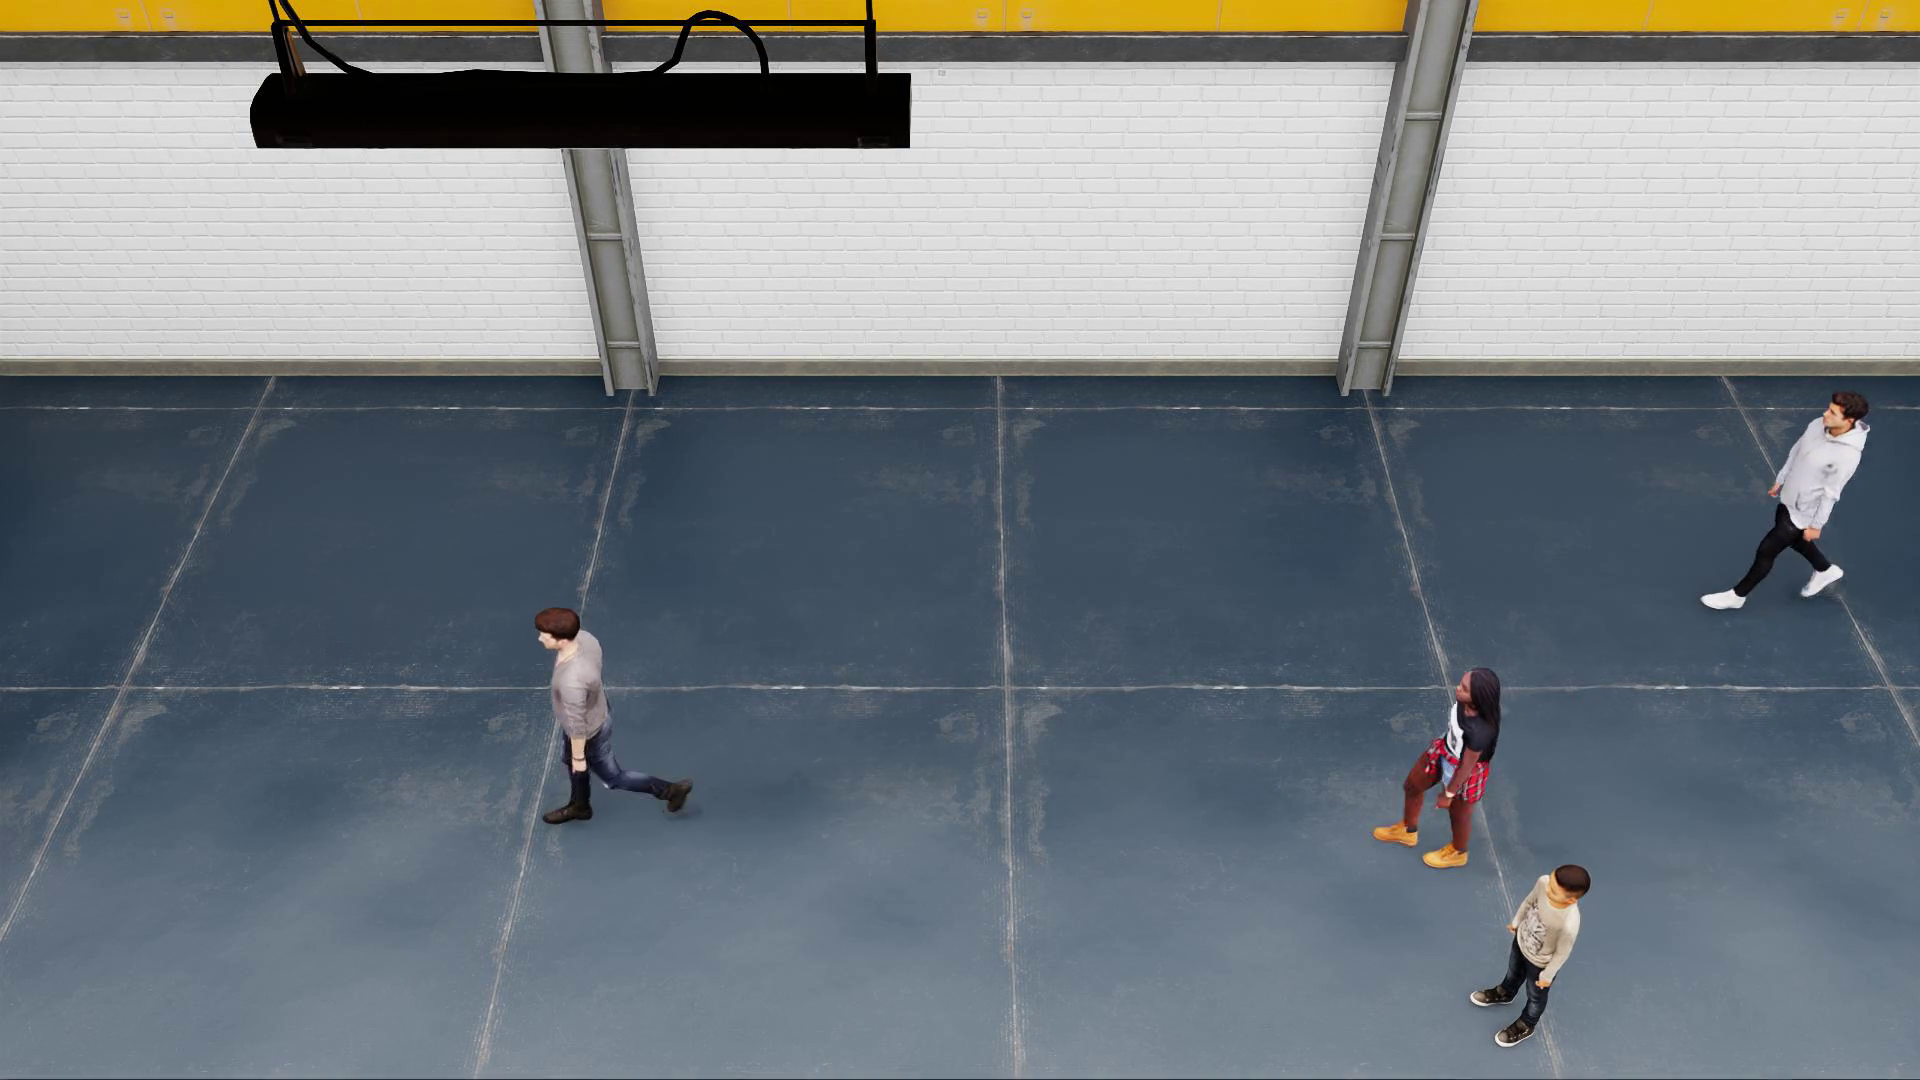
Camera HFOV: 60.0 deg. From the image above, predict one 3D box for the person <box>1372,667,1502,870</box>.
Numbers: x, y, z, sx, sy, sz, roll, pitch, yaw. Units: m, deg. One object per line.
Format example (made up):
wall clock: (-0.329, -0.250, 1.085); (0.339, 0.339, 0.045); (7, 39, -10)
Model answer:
person: (2.984, 1.352, 9.679); (0.760, 1.708, 0.593); (-1, 44, -1)

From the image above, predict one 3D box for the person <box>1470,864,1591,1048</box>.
person: (3.133, 2.196, 8.969); (0.579, 1.465, 0.602); (-10, 44, -10)

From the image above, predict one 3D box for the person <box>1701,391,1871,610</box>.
person: (5.769, -0.235, 11.205); (1.173, 1.901, 0.688); (-1, 44, -1)

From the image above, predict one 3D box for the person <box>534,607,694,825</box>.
person: (-2.107, 1.084, 9.844); (1.234, 1.869, 0.823); (-7, 44, -7)
